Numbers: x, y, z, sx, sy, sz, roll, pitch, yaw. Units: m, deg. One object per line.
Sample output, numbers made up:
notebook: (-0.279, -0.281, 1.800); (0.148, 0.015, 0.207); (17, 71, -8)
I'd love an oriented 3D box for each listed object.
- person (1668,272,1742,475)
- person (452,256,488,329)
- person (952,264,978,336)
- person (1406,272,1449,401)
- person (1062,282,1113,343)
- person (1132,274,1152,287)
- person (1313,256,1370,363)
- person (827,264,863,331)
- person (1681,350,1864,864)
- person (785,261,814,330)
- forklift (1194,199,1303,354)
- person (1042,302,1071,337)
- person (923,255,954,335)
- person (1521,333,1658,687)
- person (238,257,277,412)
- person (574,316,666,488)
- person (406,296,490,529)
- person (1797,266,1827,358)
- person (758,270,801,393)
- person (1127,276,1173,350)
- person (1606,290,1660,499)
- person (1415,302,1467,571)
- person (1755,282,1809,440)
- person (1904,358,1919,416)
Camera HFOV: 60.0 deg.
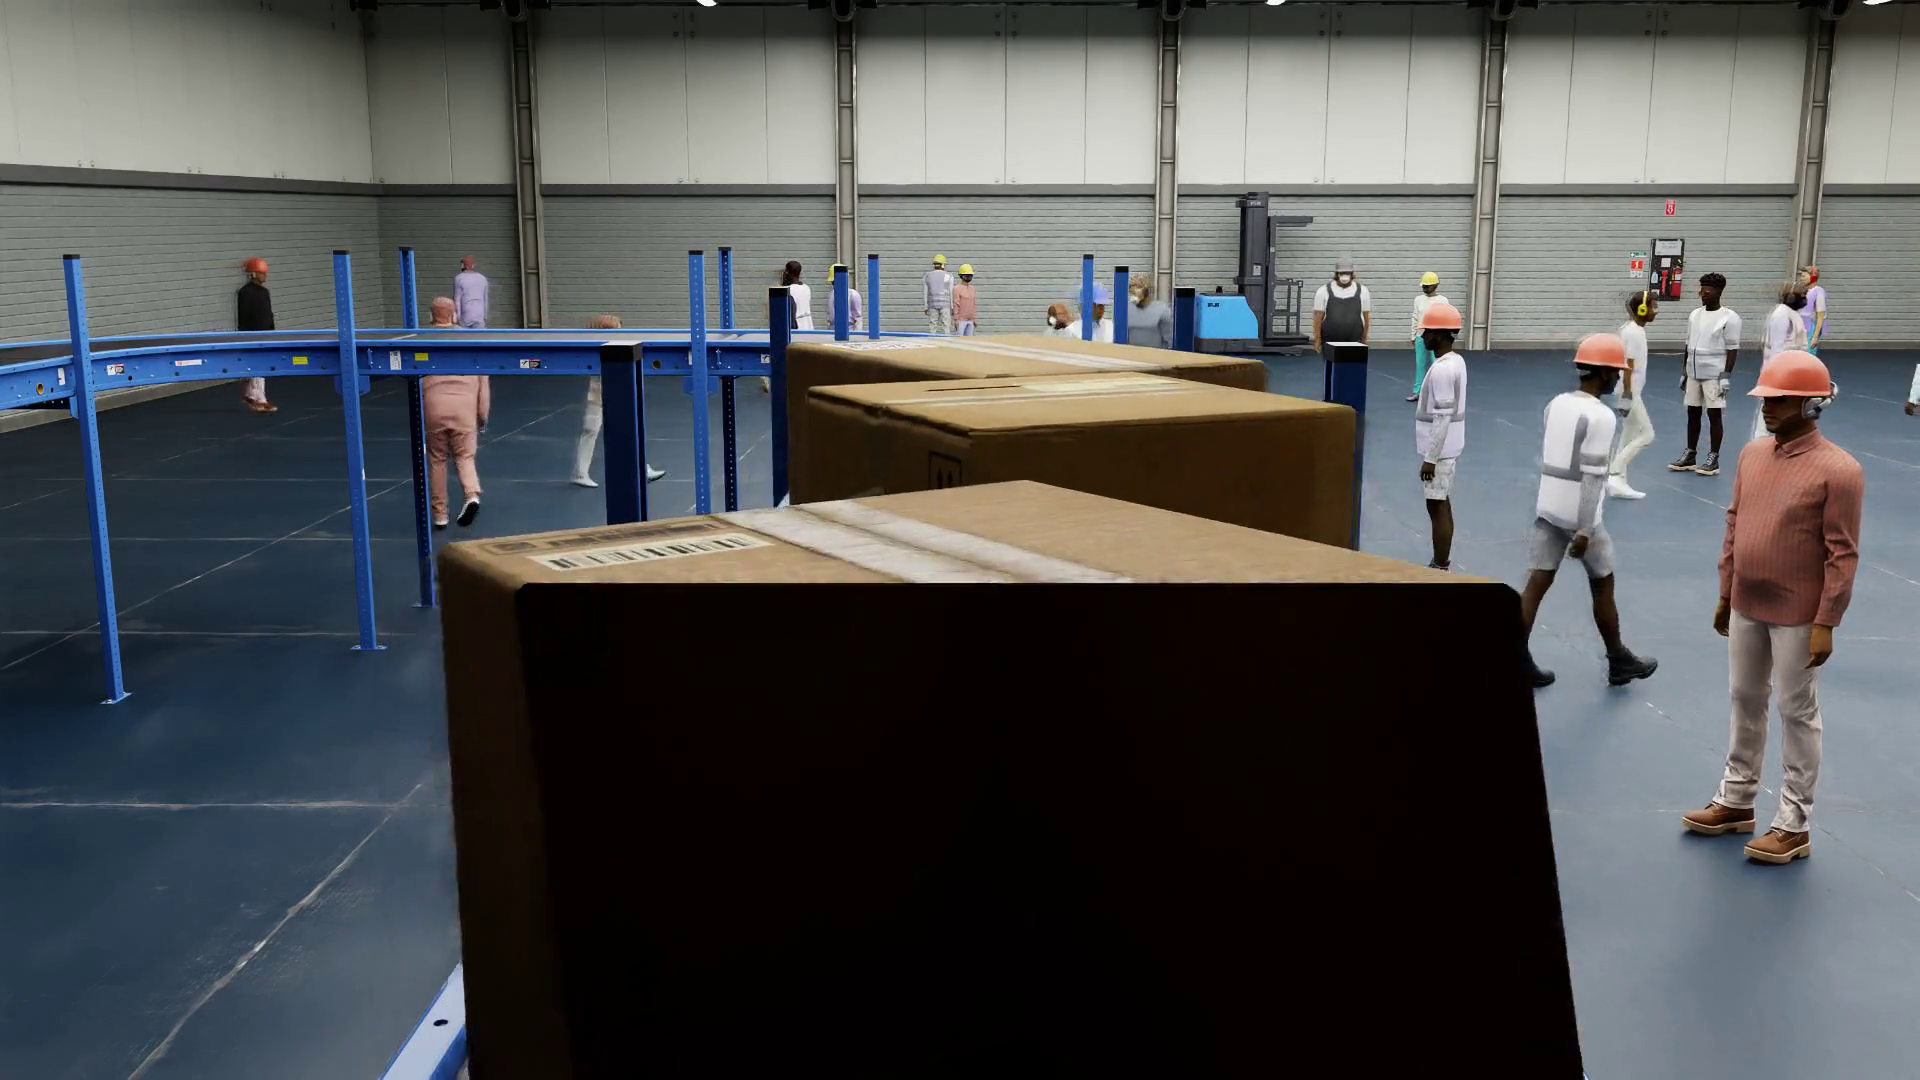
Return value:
person: (7.322, -1.635, 16.321); (0.368, 1.966, 0.603); (-5, 12, -24)
person: (-7.869, -3.578, 26.509); (0.773, 1.879, 0.685); (9, 14, 39)
person: (0.085, -3.447, 26.148); (0.310, 1.769, 0.522); (9, 14, 39)
person: (6.355, -2.747, 22.572); (0.337, 1.760, 0.526); (-11, 15, -43)
person: (1.149, -1.321, 14.786); (0.632, 1.935, 0.554); (-8, 13, -34)
person: (2.101, -2.151, 19.284); (0.343, 1.847, 0.507); (1, 11, 5)
person: (4.746, -2.510, 20.732); (0.695, 2.000, 0.882); (2, 11, 9)
person: (-1.487, -2.533, 21.068); (0.396, 1.915, 0.589); (-10, 15, -43)
person: (3.211, 0.253, 6.543); (0.382, 1.995, 0.612); (-4, 12, -18)
person: (-2.169, -2.765, 22.254); (0.390, 1.915, 0.603); (4, 12, 17)
forklift: (5.313, -4.851, 30.603); (1.873, 2.768, 1.129); (0, 11, 1)
person: (1.106, -1.722, 17.660); (0.502, 1.616, 0.612); (9, 14, 40)
person: (-0.363, -4.212, 29.935); (0.588, 1.822, 0.403); (2, 11, 12)
person: (3.356, -0.148, 8.887); (0.924, 1.890, 0.552); (-4, 12, -18)
person: (-9.019, -2.634, 21.405); (0.436, 1.978, 0.620); (0, 11, 1)
person: (-3.207, -1.265, 15.381); (0.893, 1.586, 0.525); (3, 11, 14)
person: (-4.077, -1.004, 13.318); (0.663, 1.873, 0.653); (-4, 12, -21)
person: (11.472, -2.770, 22.461); (0.384, 1.845, 0.565); (1, 11, 4)
person: (-2.435, -2.877, 23.105); (0.662, 1.818, 0.635); (-9, 14, -38)
person: (1.856, -1.743, 17.069); (0.646, 1.887, 0.912); (9, 14, 38)
person: (6.013, -1.281, 14.788); (0.393, 1.850, 0.537); (4, 12, 19)
person: (3.186, -0.613, 11.139); (0.355, 1.939, 0.543); (5, 12, 22)
person: (8.868, -1.805, 17.605); (0.816, 1.814, 0.630); (6, 13, 30)
person: (8.566, -1.220, 14.460); (0.598, 1.866, 0.619); (-2, 11, -8)
